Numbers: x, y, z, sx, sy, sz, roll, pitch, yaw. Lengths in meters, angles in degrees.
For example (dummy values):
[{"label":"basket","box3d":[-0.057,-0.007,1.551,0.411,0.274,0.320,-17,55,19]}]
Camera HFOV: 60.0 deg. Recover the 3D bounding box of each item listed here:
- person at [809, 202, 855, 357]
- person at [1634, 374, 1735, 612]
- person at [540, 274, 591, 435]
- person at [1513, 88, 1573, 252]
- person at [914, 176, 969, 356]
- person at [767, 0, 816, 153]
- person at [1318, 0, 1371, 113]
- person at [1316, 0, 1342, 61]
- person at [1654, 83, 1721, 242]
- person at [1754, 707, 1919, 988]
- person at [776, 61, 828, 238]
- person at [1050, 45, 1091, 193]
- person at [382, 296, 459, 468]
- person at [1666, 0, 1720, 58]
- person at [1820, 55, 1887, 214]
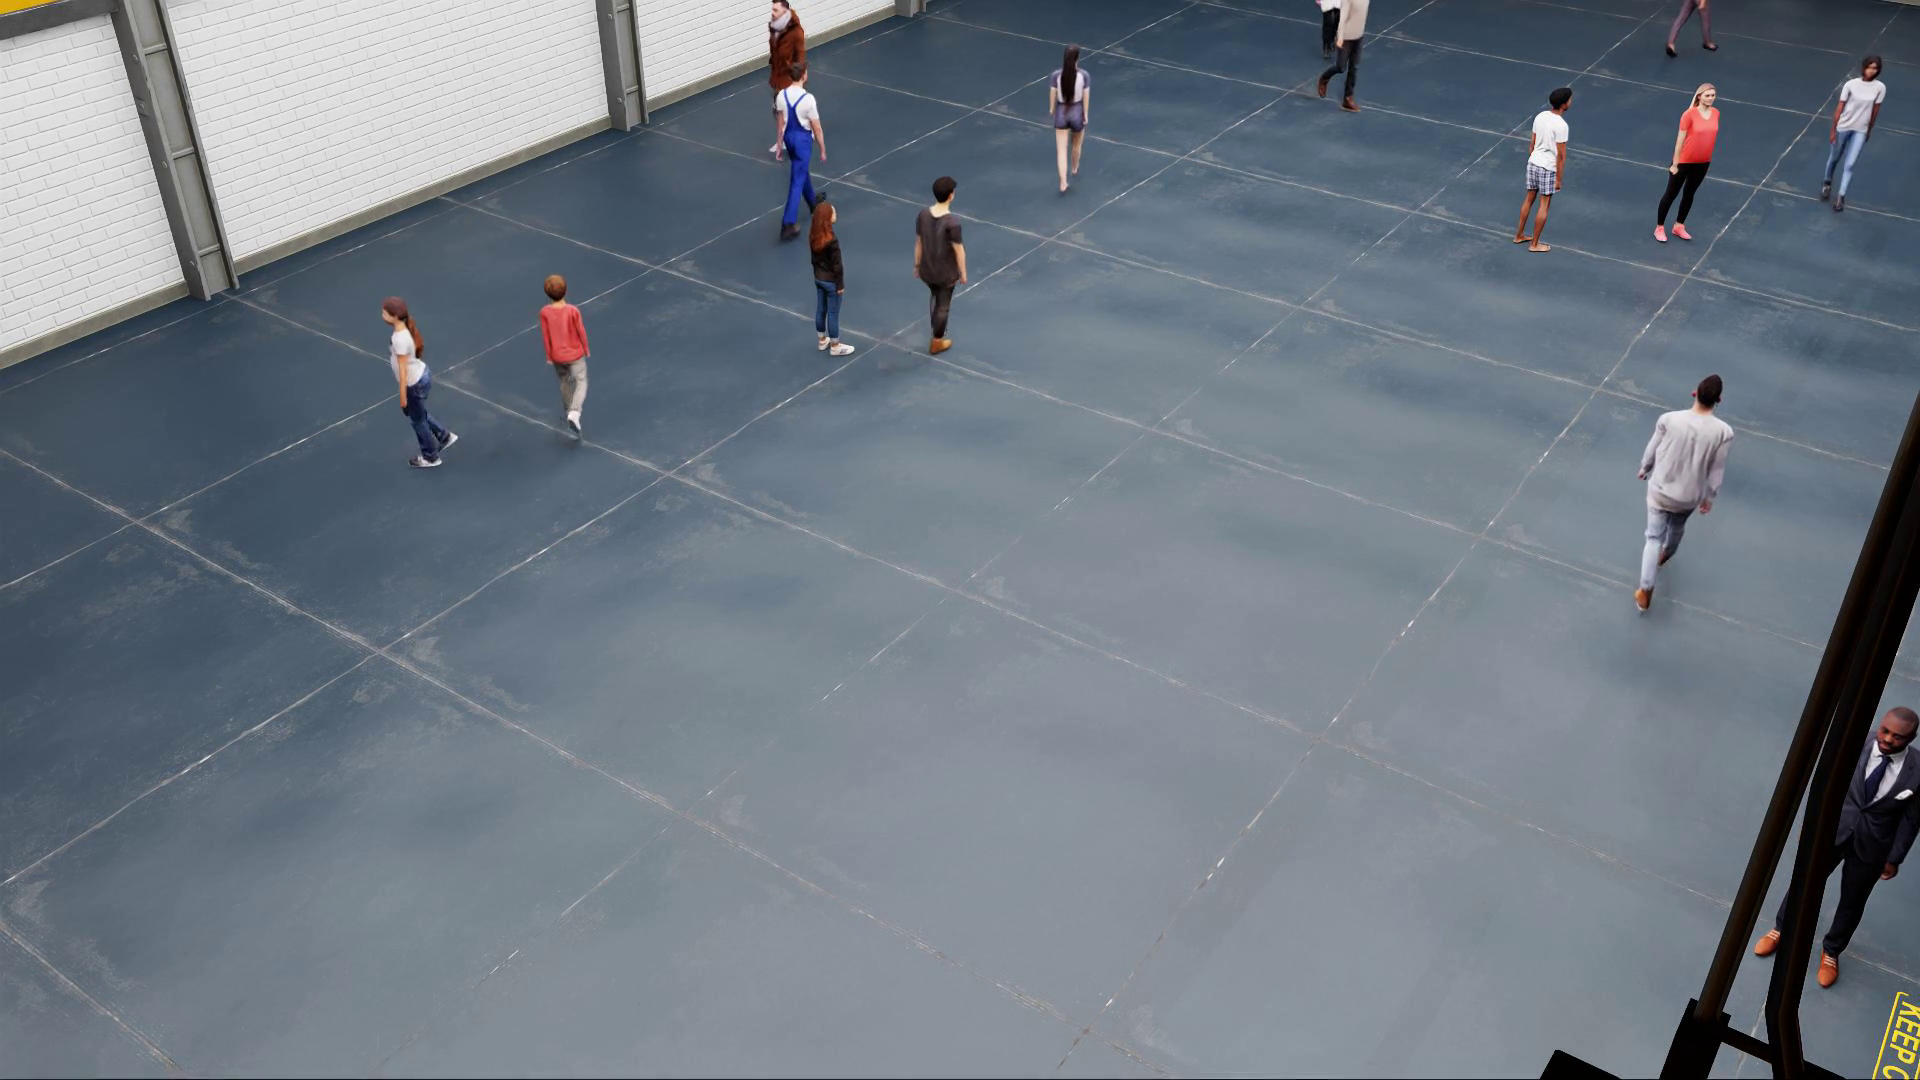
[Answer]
[{"label":"person","box3d":[-1.238,-2.441,15.510,0.582,1.483,0.614,-25,41,-33]},{"label":"person","box3d":[5.165,-0.311,12.026,0.897,1.790,1.222,11,35,16]},{"label":"person","box3d":[-3.385,-1.582,14.287,0.750,1.404,0.883,2,34,3]},{"label":"person","box3d":[6.147,-3.908,17.491,0.717,1.732,0.715,-13,36,-18]},{"label":"person","box3d":[-0.240,-2.512,15.419,0.636,1.700,0.610,22,39,29]},{"label":"person","box3d":[-2.023,-5.562,19.900,0.706,1.819,0.914,23,40,30]},{"label":"person","box3d":[4.903,-6.409,21.139,0.999,1.859,0.930,-21,39,-28]},{"label":"person","box3d":[5.128,-7.563,22.936,0.785,1.792,0.841,2,34,2]},{"label":"person","box3d":[7.766,-4.022,17.696,0.664,1.694,0.734,-7,34,-11]},{"label":"person","box3d":[4.869,1.628,9.079,0.711,1.824,0.628,26,41,33]},{"label":"person","box3d":[-1.770,-4.137,17.780,0.798,1.794,1.321,15,37,22]},{"label":"person","box3d":[1.233,-4.740,18.856,0.914,1.606,1.105,3,34,5]},{"label":"person","box3d":[-4.442,-1.312,13.747,0.780,1.554,0.722,-4,34,-6]},{"label":"person","box3d":[10.058,-7.428,22.876,1.109,1.633,1.007,-8,34,-12]},{"label":"person","box3d":[9.885,-4.549,18.504,0.774,1.678,1.167,13,36,18]}]
